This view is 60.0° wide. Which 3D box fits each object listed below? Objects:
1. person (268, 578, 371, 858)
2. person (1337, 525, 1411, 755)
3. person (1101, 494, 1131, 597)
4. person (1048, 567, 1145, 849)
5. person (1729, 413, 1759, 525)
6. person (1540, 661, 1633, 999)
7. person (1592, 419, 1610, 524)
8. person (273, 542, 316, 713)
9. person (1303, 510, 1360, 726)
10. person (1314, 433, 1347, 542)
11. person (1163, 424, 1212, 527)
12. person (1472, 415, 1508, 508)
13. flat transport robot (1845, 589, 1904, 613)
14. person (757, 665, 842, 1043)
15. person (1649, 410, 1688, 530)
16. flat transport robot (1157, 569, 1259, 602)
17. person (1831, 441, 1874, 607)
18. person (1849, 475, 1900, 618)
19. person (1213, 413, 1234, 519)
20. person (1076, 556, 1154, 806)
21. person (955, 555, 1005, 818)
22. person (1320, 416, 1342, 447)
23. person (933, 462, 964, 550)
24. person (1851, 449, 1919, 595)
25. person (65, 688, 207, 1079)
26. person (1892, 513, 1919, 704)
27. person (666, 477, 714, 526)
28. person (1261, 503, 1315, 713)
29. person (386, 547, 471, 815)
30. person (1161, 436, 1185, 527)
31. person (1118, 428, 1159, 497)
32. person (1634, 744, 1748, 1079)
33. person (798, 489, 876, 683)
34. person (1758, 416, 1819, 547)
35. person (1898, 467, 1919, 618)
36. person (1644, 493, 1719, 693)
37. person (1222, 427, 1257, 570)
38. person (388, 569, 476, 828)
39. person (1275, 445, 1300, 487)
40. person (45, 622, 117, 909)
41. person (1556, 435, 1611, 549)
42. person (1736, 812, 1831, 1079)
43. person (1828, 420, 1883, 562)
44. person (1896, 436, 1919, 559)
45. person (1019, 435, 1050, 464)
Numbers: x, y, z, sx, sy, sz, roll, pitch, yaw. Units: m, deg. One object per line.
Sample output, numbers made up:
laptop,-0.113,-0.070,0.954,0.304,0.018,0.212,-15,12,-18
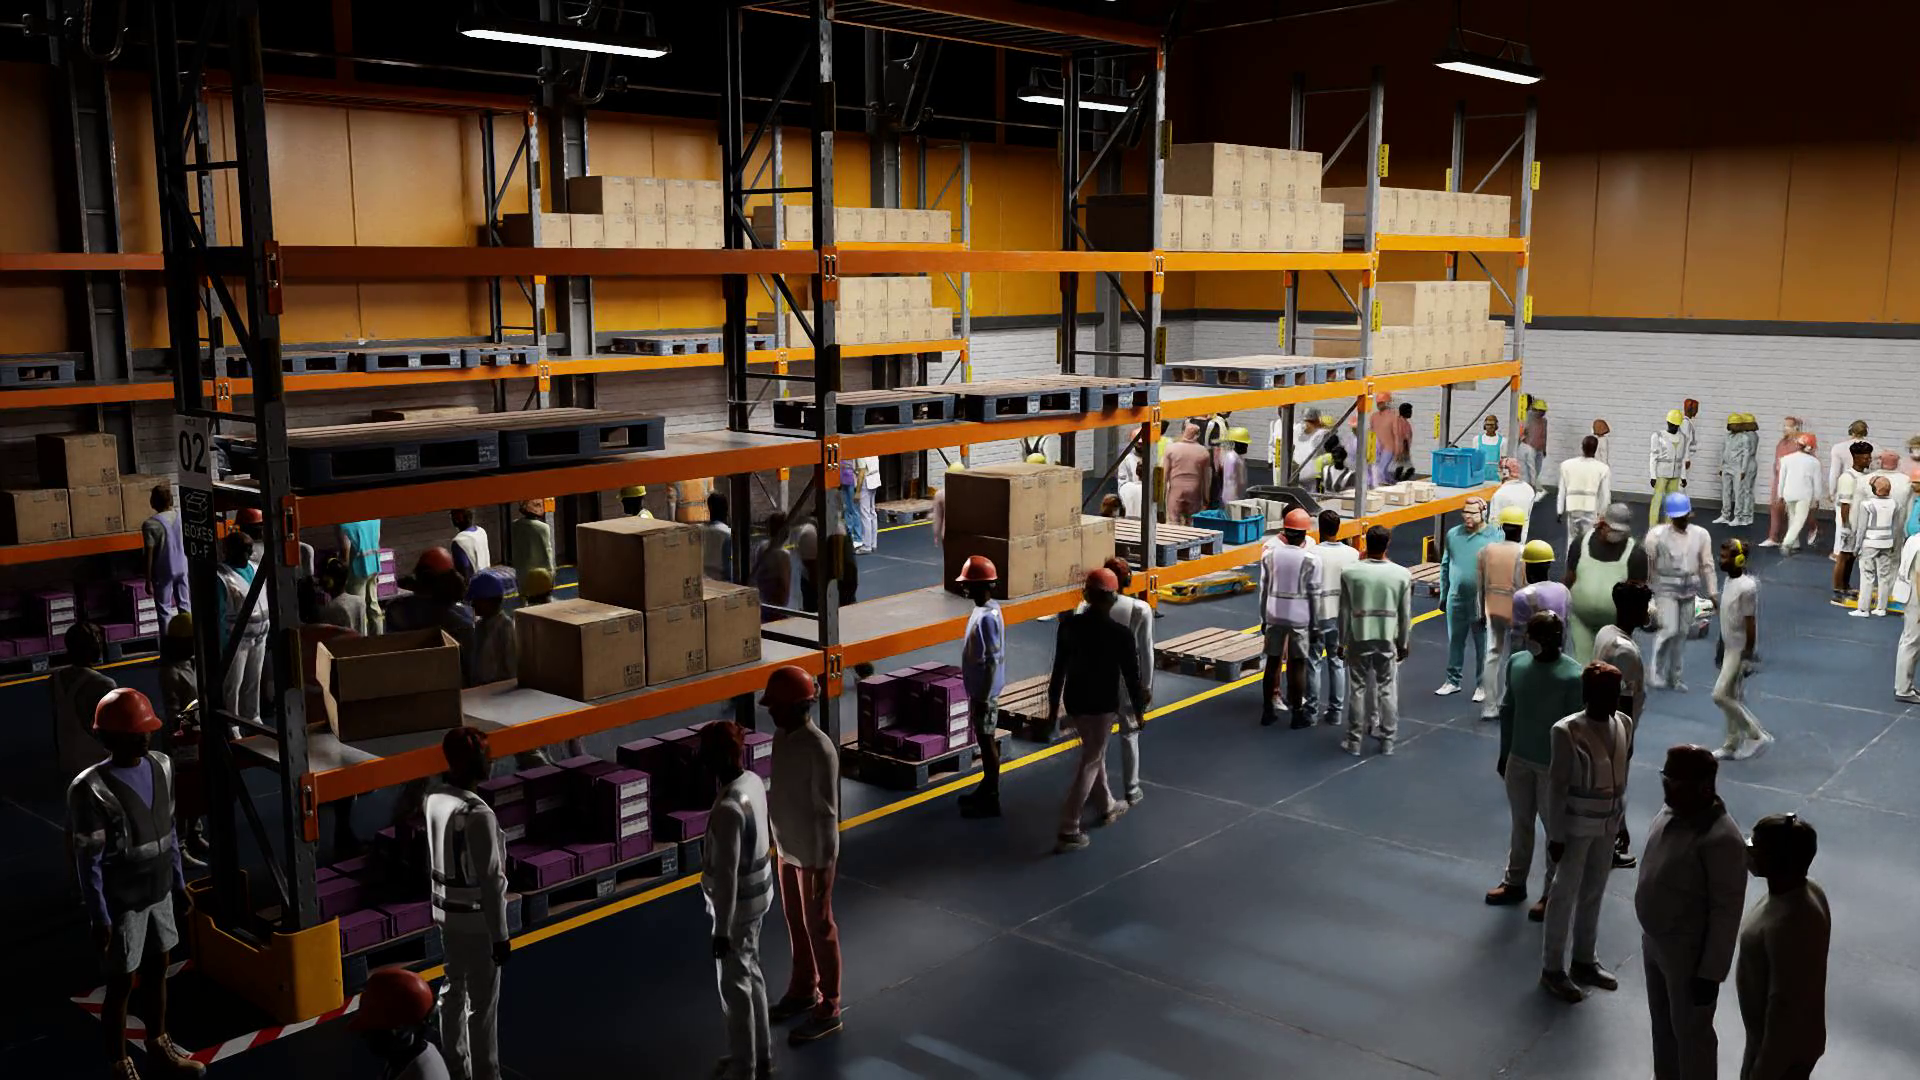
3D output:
person,-4.327,1.222,11.294,0.655,1.944,0.367,-1,10,-6
person,3.417,0.834,13.744,0.594,1.904,0.426,0,10,1
person,1.660,0.314,17.672,0.524,1.615,0.408,-6,11,-31
person,0.948,1.165,11.695,0.632,1.935,1.026,7,12,37
person,12.162,-1.099,25.748,0.333,1.735,0.489,9,13,43
person,3.495,1.592,9.246,0.583,1.882,0.337,-5,11,-28
person,9.911,-1.057,25.808,0.270,1.632,0.504,1,10,8
person,-6.034,0.644,14.986,0.509,1.862,0.326,1,10,8
person,3.223,0.687,14.592,0.600,1.909,0.398,-3,10,-18
person,5.149,-0.649,23.191,0.540,1.697,0.317,-6,11,-32
person,3.068,-0.625,22.568,0.708,1.865,0.641,0,10,1
person,7.712,-0.909,24.297,0.508,1.846,0.345,4,10,21
flat transport robot,11.086,0.738,19.151,0.652,0.197,1.431,-8,12,-39
person,-0.847,1.626,8.753,0.407,1.986,0.616,-6,11,-32
person,10.390,-0.958,24.373,0.586,1.917,0.381,-2,10,-13
flat transport robot,2.945,0.536,20.358,1.431,0.197,0.652,-8,12,-39
person,10.578,-0.198,19.688,0.613,1.965,0.361,-9,13,-44
person,10.456,0.081,18.995,0.516,1.641,0.308,-2,10,-12
person,4.017,-1.121,25.883,0.484,1.738,0.305,8,12,40
person,1.153,1.057,12.442,0.584,1.882,0.337,2,10,10
person,0.142,1.070,12.202,0.360,1.936,0.552,0,10,-3
person,5.590,-1.024,25.318,0.483,1.737,0.319,-7,12,-37
person,-0.041,-0.056,19.565,0.540,1.722,0.911,2,10,12
person,10.762,-0.114,19.393,0.663,1.904,0.402,3,10,20
person,-3.976,1.711,8.066,0.378,2.044,0.607,3,10,15
person,8.834,0.592,15.366,0.394,1.836,0.561,4,10,23
person,-3.254,-0.234,20.053,0.585,1.917,0.380,-5,11,-25
person,2.972,0.604,15.088,0.598,1.908,0.403,-6,11,-32
person,-3.830,1.048,12.071,0.644,2.023,0.525,0,10,0
person,3.062,-0.650,23.383,0.497,1.633,0.284,2,10,12
person,2.304,-0.480,21.443,0.546,1.942,0.353,-2,10,-12
person,3.283,1.856,7.608,0.407,1.905,0.655,0,10,-1
person,-1.266,0.415,15.808,0.983,2.000,0.685,7,12,35
person,11.822,-0.821,23.634,0.717,1.889,0.654,-2,10,-11
person,10.959,0.031,19.010,0.355,1.737,0.576,3,10,19
person,6.758,0.500,15.641,0.643,1.916,0.452,-1,10,-7
person,3.736,-0.543,21.946,0.592,1.894,0.639,3,10,19
person,-3.765,1.157,11.892,0.676,1.892,1.039,7,12,35
person,4.291,-0.474,21.957,0.341,1.760,0.525,8,13,41
person,-5.436,1.422,10.404,0.503,1.839,0.344,3,10,18
person,7.862,-0.373,20.926,0.633,1.896,0.562,6,11,32
person,3.213,2.012,6.576,0.370,1.941,0.627,5,11,29
person,12.115,-0.664,22.551,0.636,1.939,0.363,2,10,14
person,11.948,-0.352,20.830,0.649,1.901,0.862,7,12,35
person,1.179,-1.111,26.280,0.516,1.591,0.852,2,10,14
